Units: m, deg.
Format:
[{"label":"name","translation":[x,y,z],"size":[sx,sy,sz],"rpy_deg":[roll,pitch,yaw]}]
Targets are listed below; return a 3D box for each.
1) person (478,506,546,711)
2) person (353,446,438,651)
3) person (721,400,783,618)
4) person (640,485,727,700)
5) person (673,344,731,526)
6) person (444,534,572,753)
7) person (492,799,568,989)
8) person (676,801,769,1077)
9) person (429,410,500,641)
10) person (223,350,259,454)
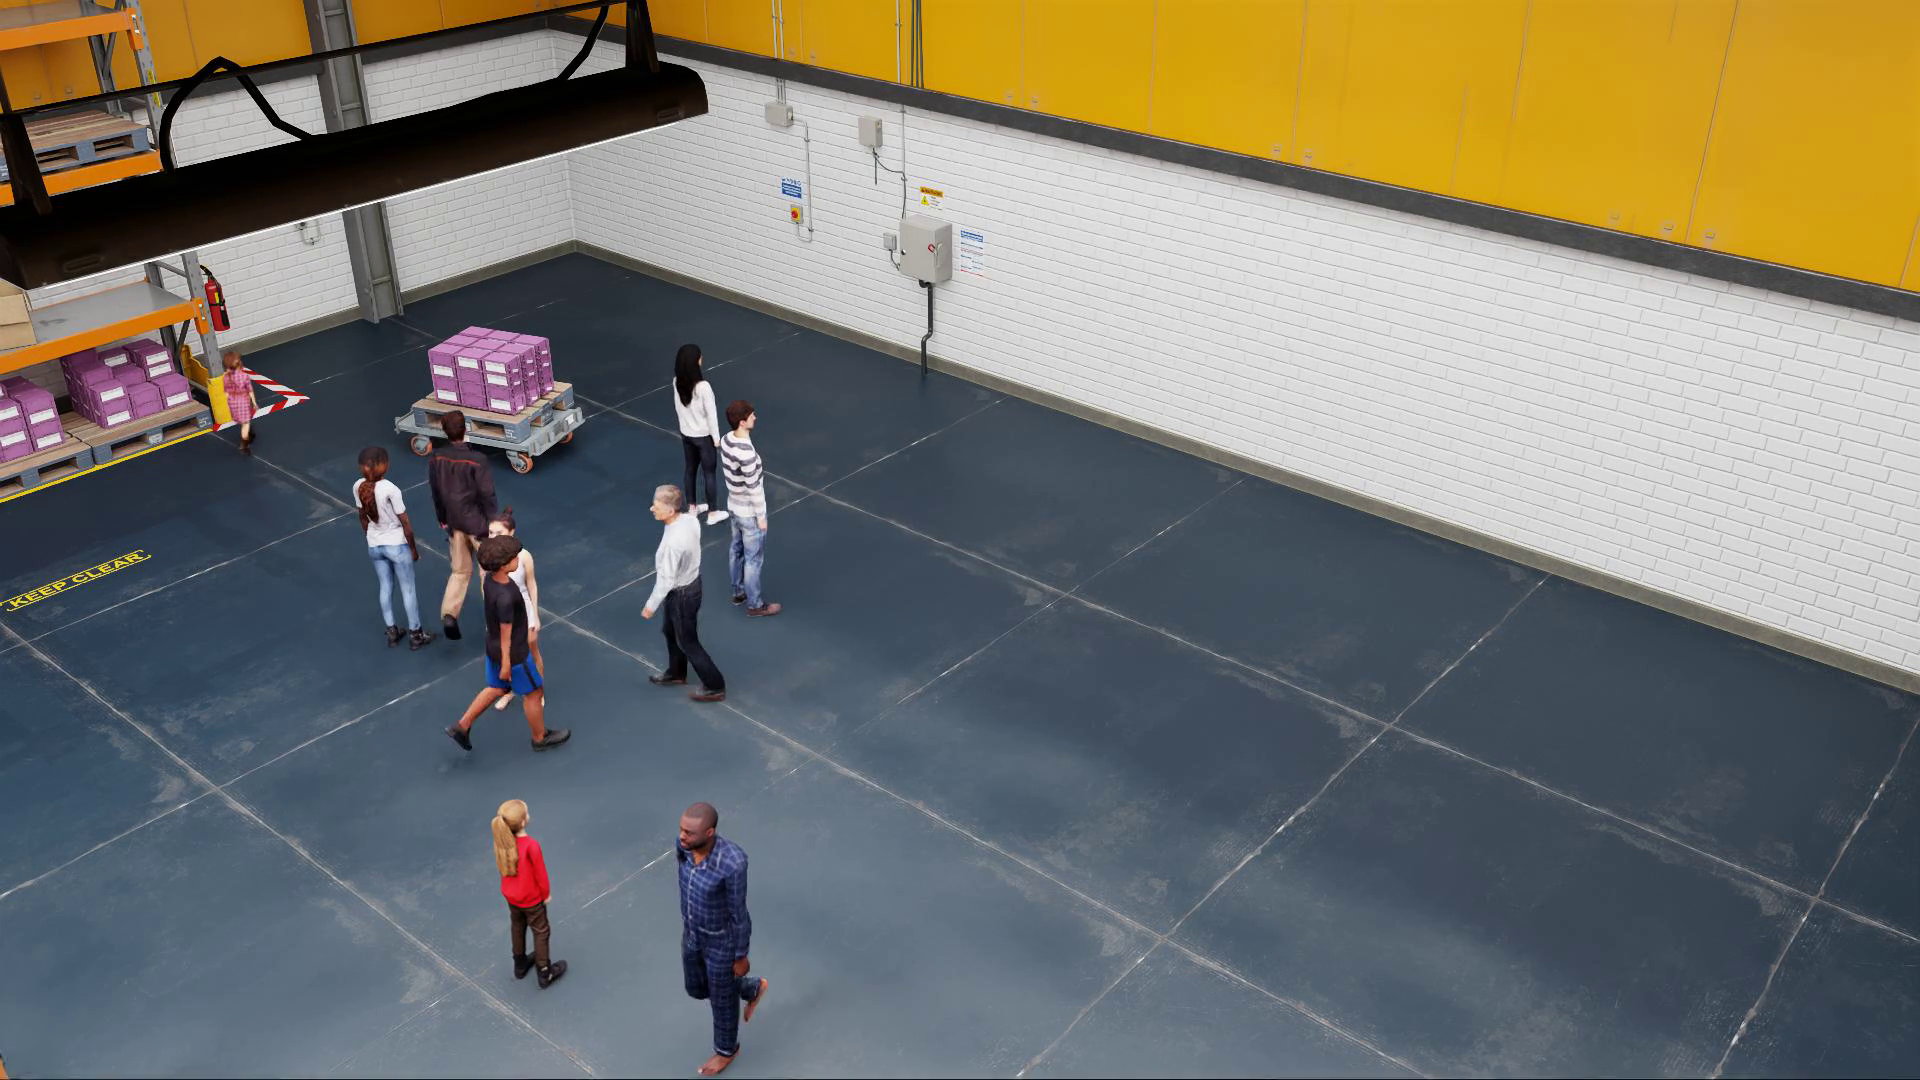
[{"label":"person","translation":[-3.297,0.518,12.257],"size":[0.667,1.602,0.709],"rpy_deg":[1,29,2]},{"label":"person","translation":[-4.449,0.058,12.977],"size":[0.660,1.720,0.647],"rpy_deg":[9,30,15]},{"label":"person","translation":[-1.735,-0.265,13.428],"size":[0.640,1.854,0.707],"rpy_deg":[-17,33,-29]},{"label":"person","translation":[-1.980,0.410,12.255],"size":[0.992,1.792,0.948],"rpy_deg":[2,29,4]},{"label":"person","translation":[-2.359,-0.950,14.846],"size":[0.644,1.701,0.570],"rpy_deg":[20,34,32]},{"label":"person","translation":[-3.237,0.774,11.607],"size":[1.163,1.775,0.877],"rpy_deg":[-16,32,-27]},{"label":"person","translation":[-2.551,2.064,9.757],"size":[0.513,1.282,0.523],"rpy_deg":[16,32,26]},{"label":"person","translation":[-1.259,2.126,9.099],"size":[0.672,1.804,0.773],"rpy_deg":[23,36,36]},{"label":"person","translation":[-3.877,-0.081,13.038],"size":[1.023,1.906,1.205],"rpy_deg":[7,29,13]},{"label":"person","translation":[-7.060,-1.343,16.284],"size":[0.691,1.012,0.758],"rpy_deg":[-2,29,-3]}]
